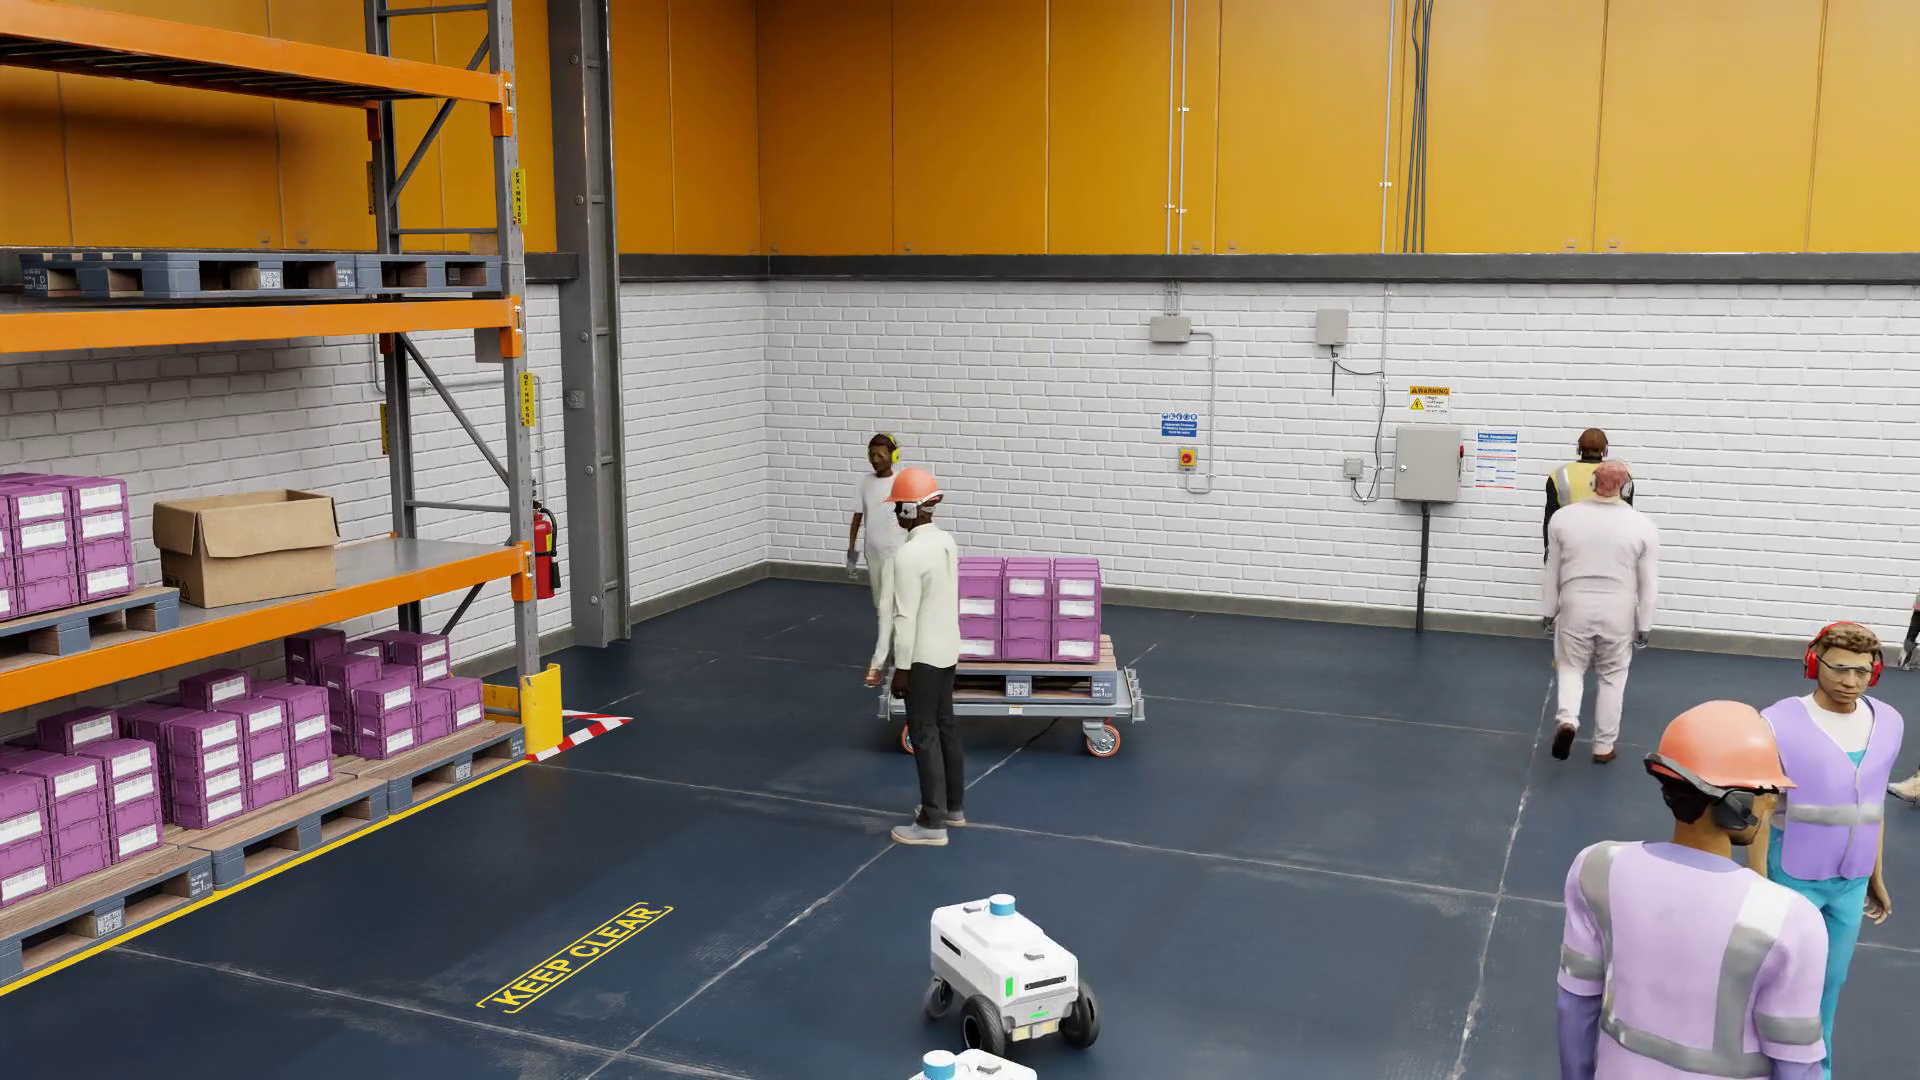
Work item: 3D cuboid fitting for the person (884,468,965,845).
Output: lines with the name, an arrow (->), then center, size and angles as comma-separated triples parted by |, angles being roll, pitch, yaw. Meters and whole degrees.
person -> -0.205, 0.604, 8.832 | 0.421, 1.981, 0.627 | 3, 10, 19

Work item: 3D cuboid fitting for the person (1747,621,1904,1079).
person -> 2.963, 1.173, 5.780 | 0.567, 1.839, 0.377 | -3, 10, -15

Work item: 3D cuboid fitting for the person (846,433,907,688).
person -> -0.555, 0.107, 12.311 | 0.532, 1.825, 0.944 | 3, 10, 19

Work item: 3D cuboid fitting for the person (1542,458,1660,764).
person -> 3.848, 0.448, 10.028 | 0.660, 1.886, 0.546 | 5, 11, 28

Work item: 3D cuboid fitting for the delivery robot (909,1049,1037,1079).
delivery robot -> -0.063, 1.856, 5.246 | 0.477, 0.478, 0.707 | 7, 12, 38

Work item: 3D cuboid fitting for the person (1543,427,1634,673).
person -> 4.680, 0.078, 12.417 | 0.633, 1.839, 0.429 | 3, 10, 20

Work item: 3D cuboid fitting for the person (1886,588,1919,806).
person -> 5.525, 0.668, 9.388 | 0.815, 1.657, 0.542 | -2, 10, -12

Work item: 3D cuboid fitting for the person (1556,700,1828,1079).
person -> 1.712, 1.379, 3.930 | 0.394, 2.040, 0.609 | -8, 12, -39

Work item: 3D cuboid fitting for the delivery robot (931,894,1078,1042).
delivery robot -> 0.165, 1.640, 6.552 | 0.477, 0.478, 0.707 | -5, 10, -26
